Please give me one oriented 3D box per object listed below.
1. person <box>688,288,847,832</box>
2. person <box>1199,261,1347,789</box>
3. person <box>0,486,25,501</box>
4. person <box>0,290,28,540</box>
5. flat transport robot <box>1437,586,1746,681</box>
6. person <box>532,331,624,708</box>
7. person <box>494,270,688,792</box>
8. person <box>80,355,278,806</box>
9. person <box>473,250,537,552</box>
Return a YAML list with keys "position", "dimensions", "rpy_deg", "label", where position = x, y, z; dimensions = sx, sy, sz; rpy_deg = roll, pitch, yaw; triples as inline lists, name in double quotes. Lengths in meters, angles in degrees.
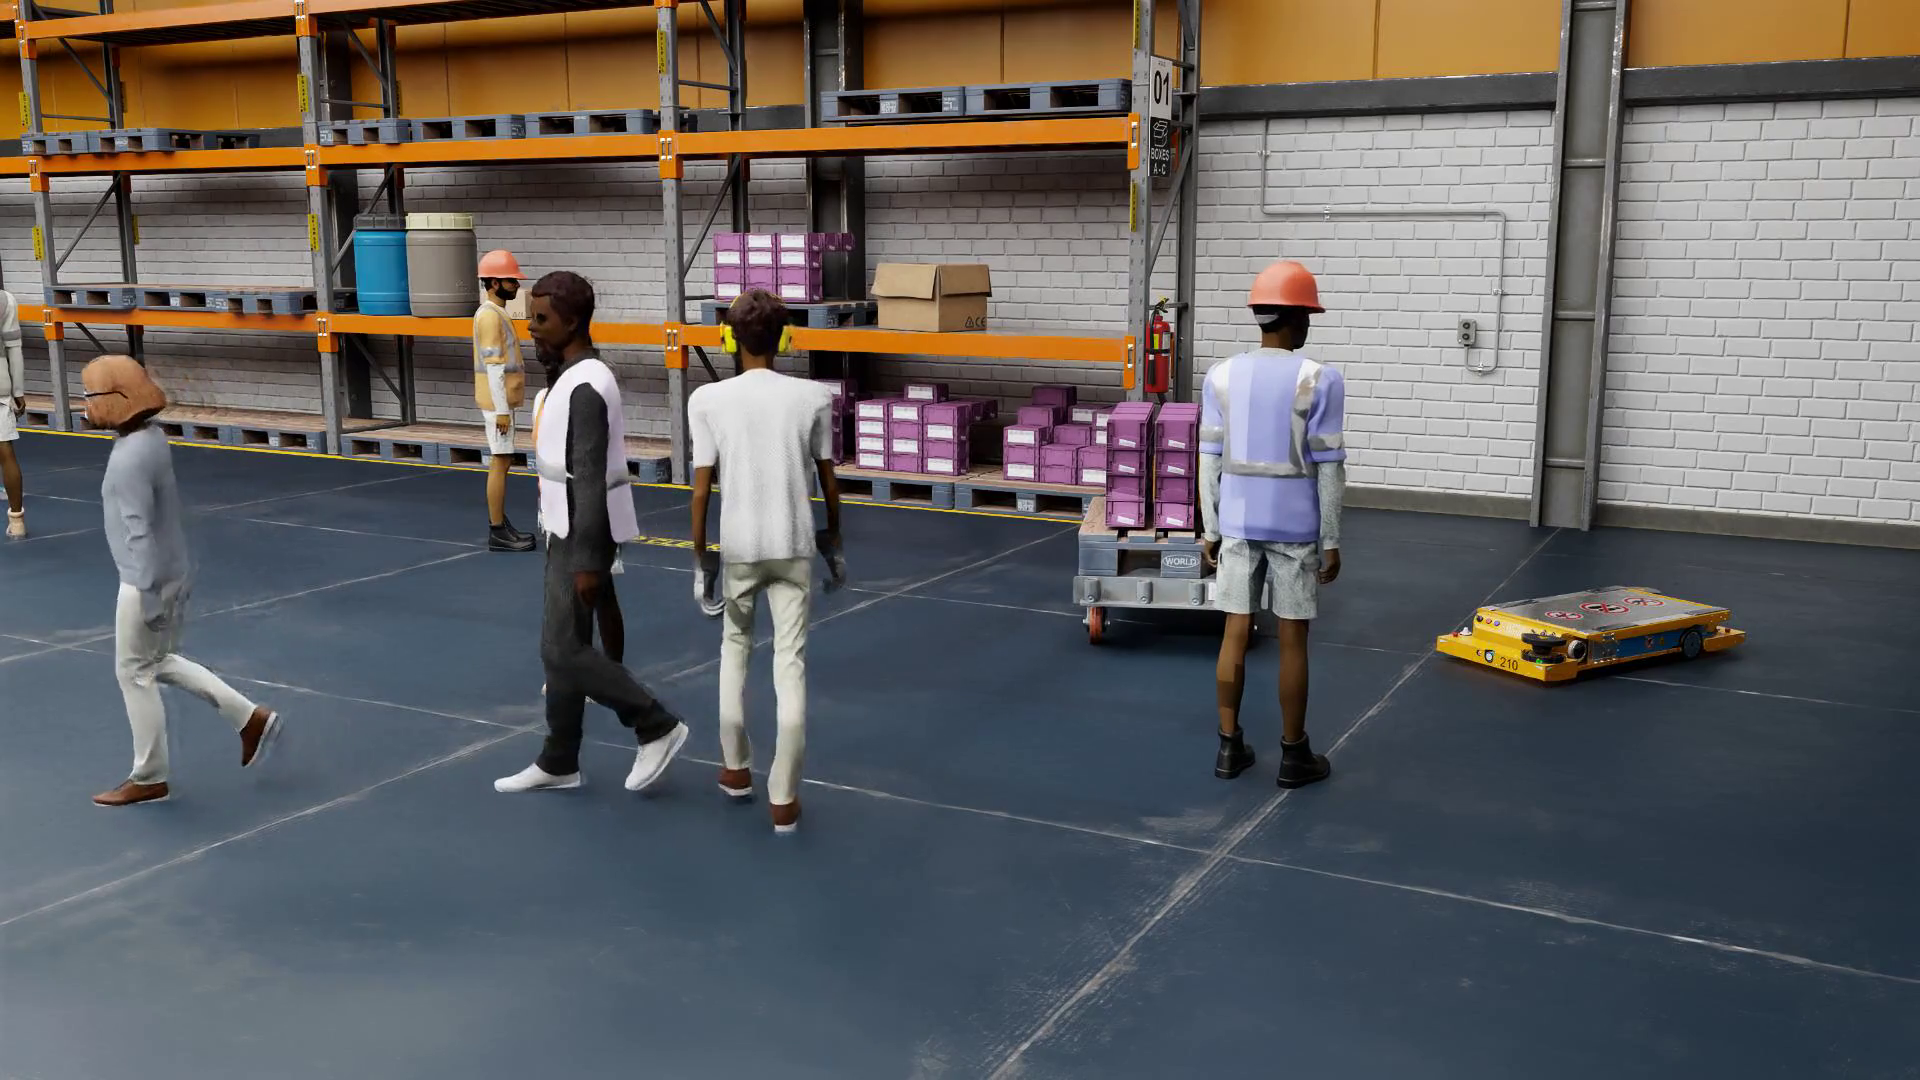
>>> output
- position: [-0.665, 0.052, 5.848]
  dimensions: [0.541, 1.841, 0.762]
  rpy_deg: [-1, 10, -6]
  label: "person"
- position: [1.158, -0.054, 6.157]
  dimensions: [0.549, 1.934, 0.374]
  rpy_deg: [6, 12, 31]
  label: "person"
- position: [-7.501, -1.211, 12.751]
  dimensions: [0.376, 1.841, 0.573]
  rpy_deg: [-8, 13, -36]
  label: "person"
- position: [-6.512, -0.989, 10.985]
  dimensions: [0.605, 2.045, 0.377]
  rpy_deg: [-10, 14, -43]
  label: "person"
- position: [3.069, 0.432, 8.056]
  dimensions: [1.431, 0.197, 0.652]
  rpy_deg: [-6, 12, -30]
  label: "flat transport robot"
- position: [-1.661, -0.123, 7.215]
  dimensions: [0.530, 1.689, 0.321]
  rpy_deg: [8, 13, 39]
  label: "person"
- position: [-1.375, -0.007, 5.974]
  dimensions: [0.628, 1.906, 0.614]
  rpy_deg: [-3, 11, -15]
  label: "person"
- position: [-2.827, 0.144, 5.924]
  dimensions: [0.532, 1.615, 0.500]
  rpy_deg: [-3, 11, -14]
  label: "person"
- position: [-2.945, -0.894, 10.756]
  dimensions: [0.356, 1.936, 0.551]
  rpy_deg: [-3, 11, -14]
  label: "person"
